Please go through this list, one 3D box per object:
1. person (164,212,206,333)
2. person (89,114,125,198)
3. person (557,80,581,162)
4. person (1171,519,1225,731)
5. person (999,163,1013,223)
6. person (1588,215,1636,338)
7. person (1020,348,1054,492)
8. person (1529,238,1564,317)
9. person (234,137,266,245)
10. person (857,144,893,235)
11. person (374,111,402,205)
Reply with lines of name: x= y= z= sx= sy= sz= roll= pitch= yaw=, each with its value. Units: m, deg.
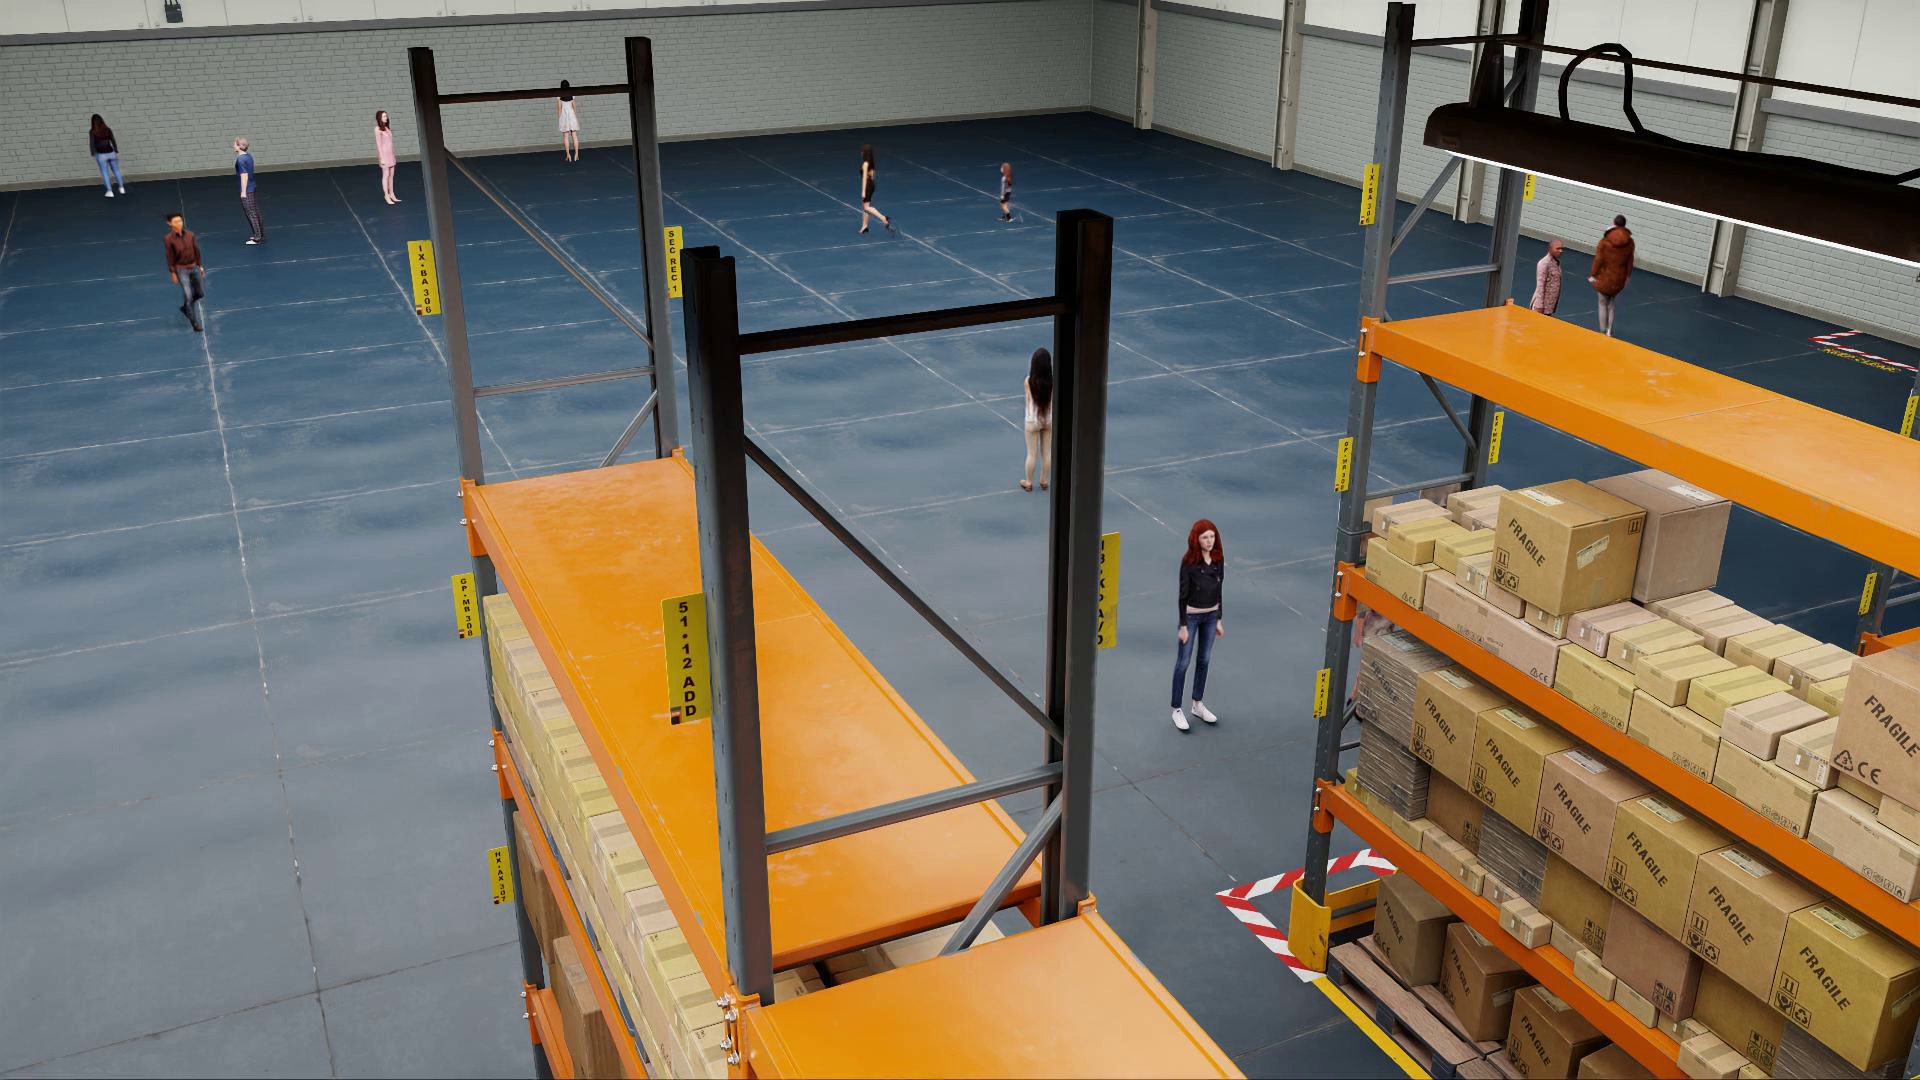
person: x=-11.418 y=-3.955 z=24.445 sx=0.988 sy=1.770 sz=0.882 roll=16 pitch=28 yaw=33
person: x=-17.249 y=-7.772 z=33.612 sx=0.766 sy=1.621 sz=0.764 roll=17 pitch=28 yaw=34
person: x=-8.772 y=-9.390 z=37.222 sx=0.629 sy=1.774 sz=0.607 roll=-10 pitch=25 yaw=-23
person: x=1.941 y=0.670 z=13.549 sx=0.564 sy=1.786 sz=0.530 roll=-10 pitch=25 yaw=-22
person: x=0.885 y=-6.581 z=31.470 sx=0.646 sy=1.106 sz=0.587 roll=8 pitch=24 yaw=19
person: x=9.342 y=-3.702 z=23.786 sx=0.789 sy=1.820 sz=0.806 roll=-4 pitch=23 yaw=-10
person: x=0.897 y=-1.319 z=18.395 sx=0.645 sy=1.654 sz=0.571 roll=-10 pitch=25 yaw=-23
person: x=7.950 y=-3.222 z=22.672 sx=0.757 sy=1.808 sz=0.773 roll=18 pitch=29 yaw=36
person: x=-12.718 y=-6.249 z=29.711 sx=0.786 sy=1.872 sz=0.605 roll=-2 pitch=23 yaw=-5
person: x=-1.601 y=-6.342 z=30.237 sx=0.942 sy=1.630 sz=0.919 roll=6 pitch=24 yaw=13
person: x=-11.381 y=-7.594 z=32.960 sx=0.744 sy=1.803 sz=0.656 roll=5 pitch=24 yaw=12
